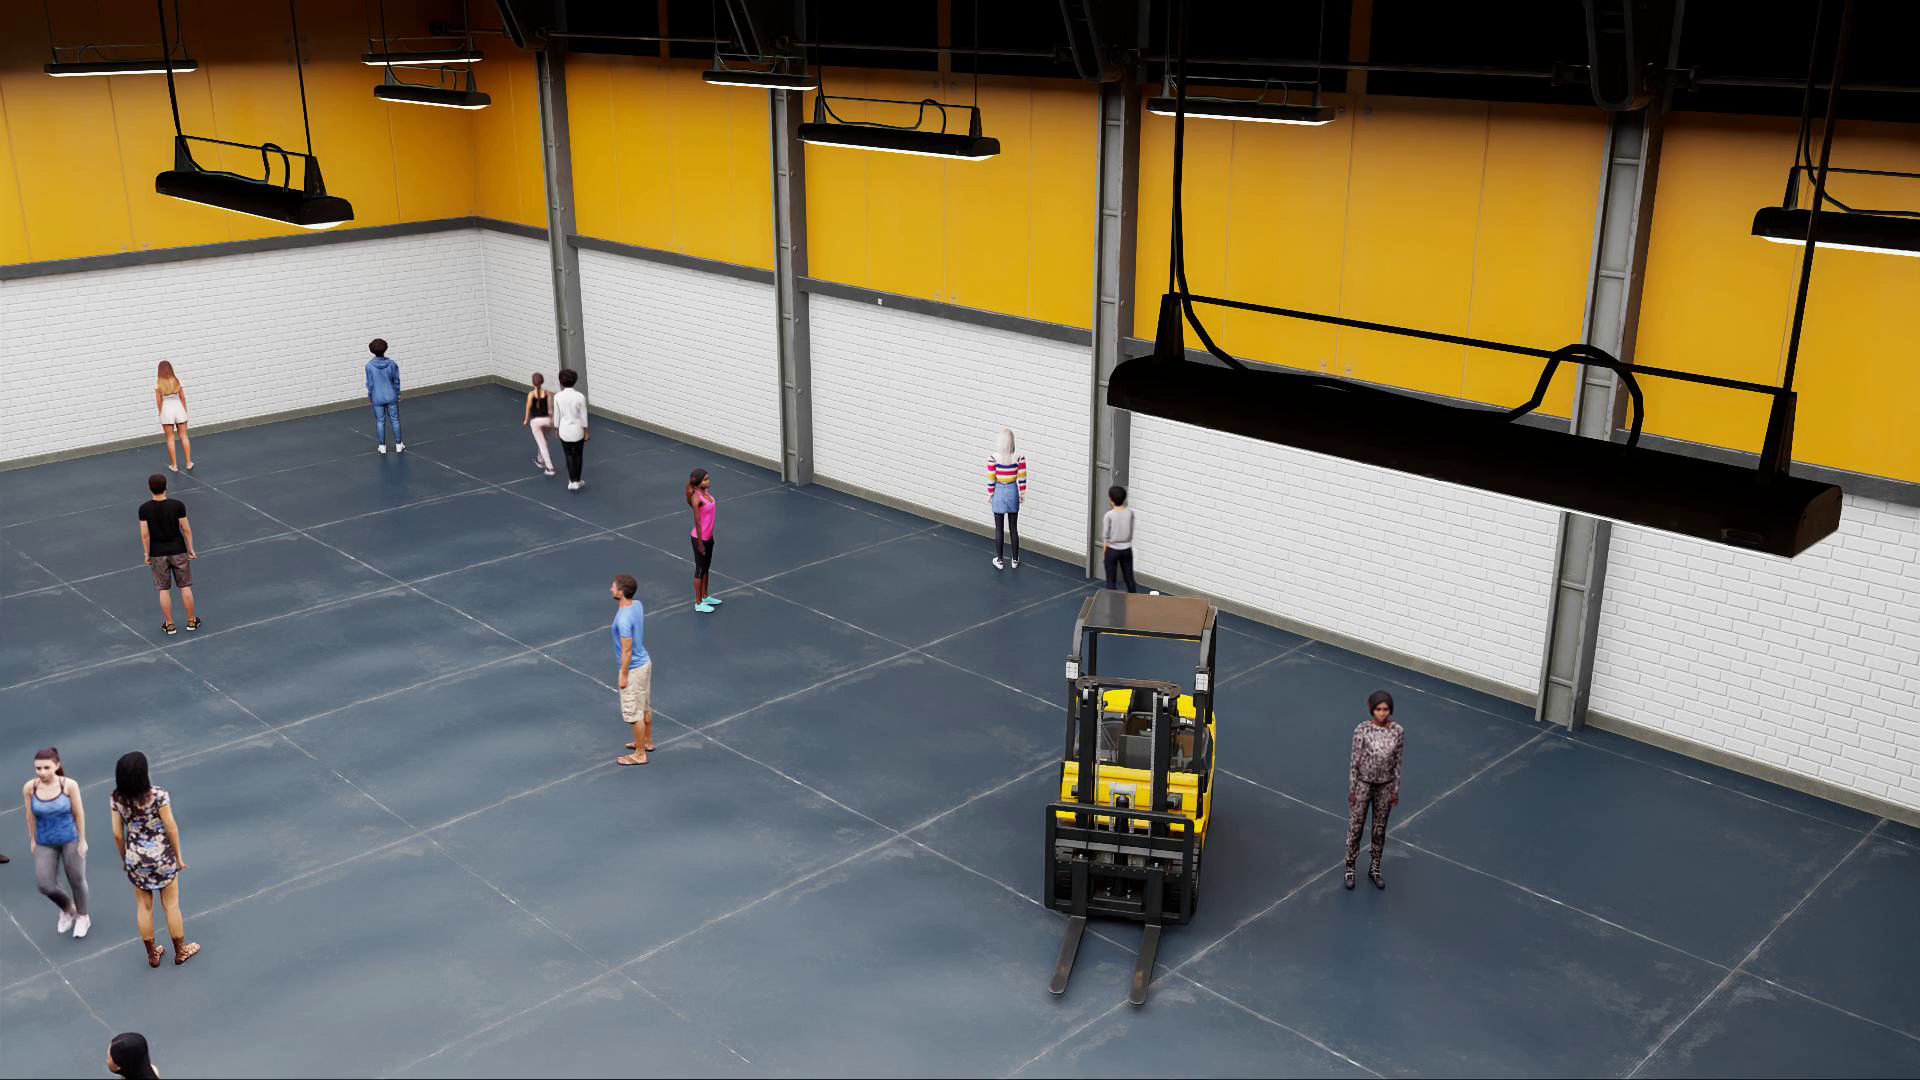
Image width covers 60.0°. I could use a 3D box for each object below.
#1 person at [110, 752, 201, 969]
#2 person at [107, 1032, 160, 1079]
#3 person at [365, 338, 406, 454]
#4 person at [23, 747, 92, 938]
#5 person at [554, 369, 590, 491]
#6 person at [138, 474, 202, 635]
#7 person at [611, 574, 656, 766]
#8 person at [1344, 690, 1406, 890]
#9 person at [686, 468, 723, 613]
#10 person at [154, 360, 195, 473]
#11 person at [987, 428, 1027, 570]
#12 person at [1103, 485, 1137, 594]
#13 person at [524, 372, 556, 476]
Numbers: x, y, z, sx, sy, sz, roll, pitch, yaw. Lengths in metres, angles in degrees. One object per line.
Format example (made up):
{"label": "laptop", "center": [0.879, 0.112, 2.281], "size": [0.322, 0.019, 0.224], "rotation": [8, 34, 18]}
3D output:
{"label": "person", "center": [-6.057, 2.385, 12.428], "size": [0.669, 1.733, 0.717], "rotation": [-1, 19, -4]}
{"label": "person", "center": [-4.458, 3.470, 9.141], "size": [0.863, 1.775, 0.790], "rotation": [-3, 19, -8]}
{"label": "person", "center": [-9.046, -2.273, 26.136], "size": [0.760, 1.811, 0.734], "rotation": [-6, 20, -18]}
{"label": "person", "center": [-6.943, 2.306, 12.870], "size": [0.701, 1.599, 0.739], "rotation": [-4, 19, -11]}
{"label": "person", "center": [-5.629, -1.593, 24.129], "size": [0.828, 1.804, 0.887], "rotation": [-2, 19, -5]}
{"label": "person", "center": [-8.998, 0.145, 18.880], "size": [0.751, 1.860, 0.684], "rotation": [-9, 21, -25]}
{"label": "person", "center": [-3.086, 1.202, 15.736], "size": [0.783, 1.863, 0.750], "rotation": [2, 19, 7]}
{"label": "person", "center": [3.366, 2.023, 13.533], "size": [0.669, 1.714, 0.734], "rotation": [1, 19, 3]}
{"label": "person", "center": [-3.036, -0.019, 19.580], "size": [0.690, 1.724, 0.650], "rotation": [4, 19, 12]}
{"label": "person", "center": [-11.922, -1.894, 25.189], "size": [0.611, 1.697, 0.609], "rotation": [-11, 22, -31]}
{"label": "person", "center": [0.577, -0.536, 20.982], "size": [0.712, 1.808, 0.730], "rotation": [-2, 19, -7]}
{"label": "person", "center": [1.866, 0.131, 19.427], "size": [0.662, 1.537, 0.682], "rotation": [-7, 20, -20]}
{"label": "person", "center": [-6.258, -1.711, 24.919], "size": [0.569, 1.524, 1.032], "rotation": [-15, 24, -38]}
